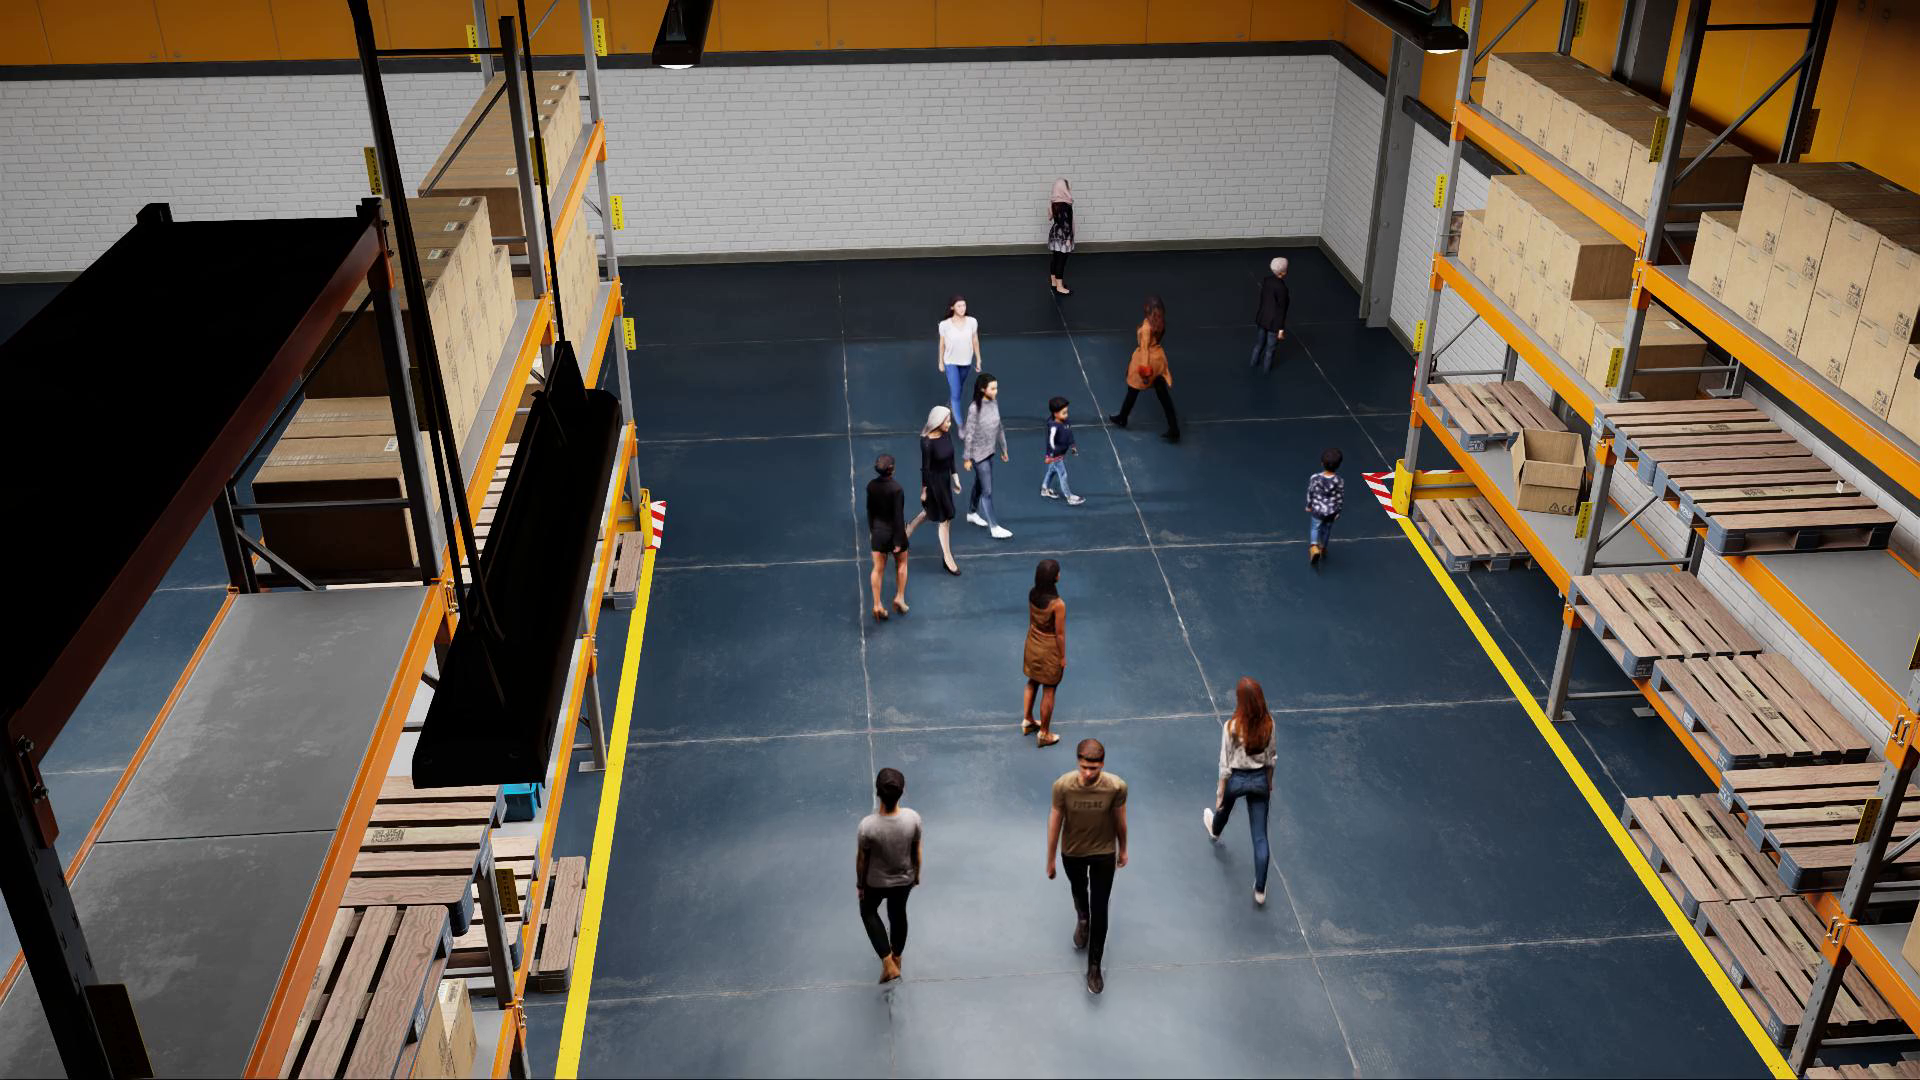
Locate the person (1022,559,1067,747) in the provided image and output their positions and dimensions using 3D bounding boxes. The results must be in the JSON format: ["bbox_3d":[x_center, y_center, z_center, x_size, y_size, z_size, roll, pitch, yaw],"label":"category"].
[{"bbox_3d":[0.699,0.914,13.672,0.701,1.683,0.604,-20,34,-32],"label":"person"}]

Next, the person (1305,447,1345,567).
[{"bbox_3d":[3.580,-0.320,16.394,0.633,1.242,0.796,7,29,13],"label":"person"}]

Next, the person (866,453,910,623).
[{"bbox_3d":[-0.696,0.027,15.383,0.772,1.602,0.847,17,33,28],"label":"person"}]

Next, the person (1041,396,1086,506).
[{"bbox_3d":[0.990,-0.962,17.619,0.815,1.196,0.810,14,31,24],"label":"person"}]

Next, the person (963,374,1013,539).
[{"bbox_3d":[0.175,-0.910,16.983,1.027,1.715,0.979,21,35,33],"label":"person"}]

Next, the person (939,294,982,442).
[{"bbox_3d":[-0.048,-2.036,19.125,0.843,1.639,1.202,-11,30,-19],"label":"person"}]

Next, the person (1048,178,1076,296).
[{"bbox_3d":[1.406,-4.245,23.176,0.730,1.639,0.612,-7,29,-13],"label":"person"}]

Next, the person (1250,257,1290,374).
[{"bbox_3d":[3.850,-2.714,20.874,0.759,1.776,0.720,-11,30,-19],"label":"person"}]

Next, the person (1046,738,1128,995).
[{"bbox_3d":[0.887,2.076,11.400,0.865,1.820,1.154,4,29,7],"label":"person"}]

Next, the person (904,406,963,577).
[{"bbox_3d":[-0.288,-0.521,16.265,1.012,1.718,1.075,15,32,25],"label":"person"}]

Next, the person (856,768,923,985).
[{"bbox_3d":[-0.467,2.297,11.110,0.701,1.709,0.821,-8,30,-15],"label":"person"}]

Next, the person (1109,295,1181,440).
[{"bbox_3d":[2.239,-1.912,18.866,1.250,1.670,1.211,20,34,32],"label":"person"}]

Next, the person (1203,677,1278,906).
[{"bbox_3d":[2.078,1.834,11.999,0.613,1.669,1.175,-2,29,-3],"label":"person"}]
